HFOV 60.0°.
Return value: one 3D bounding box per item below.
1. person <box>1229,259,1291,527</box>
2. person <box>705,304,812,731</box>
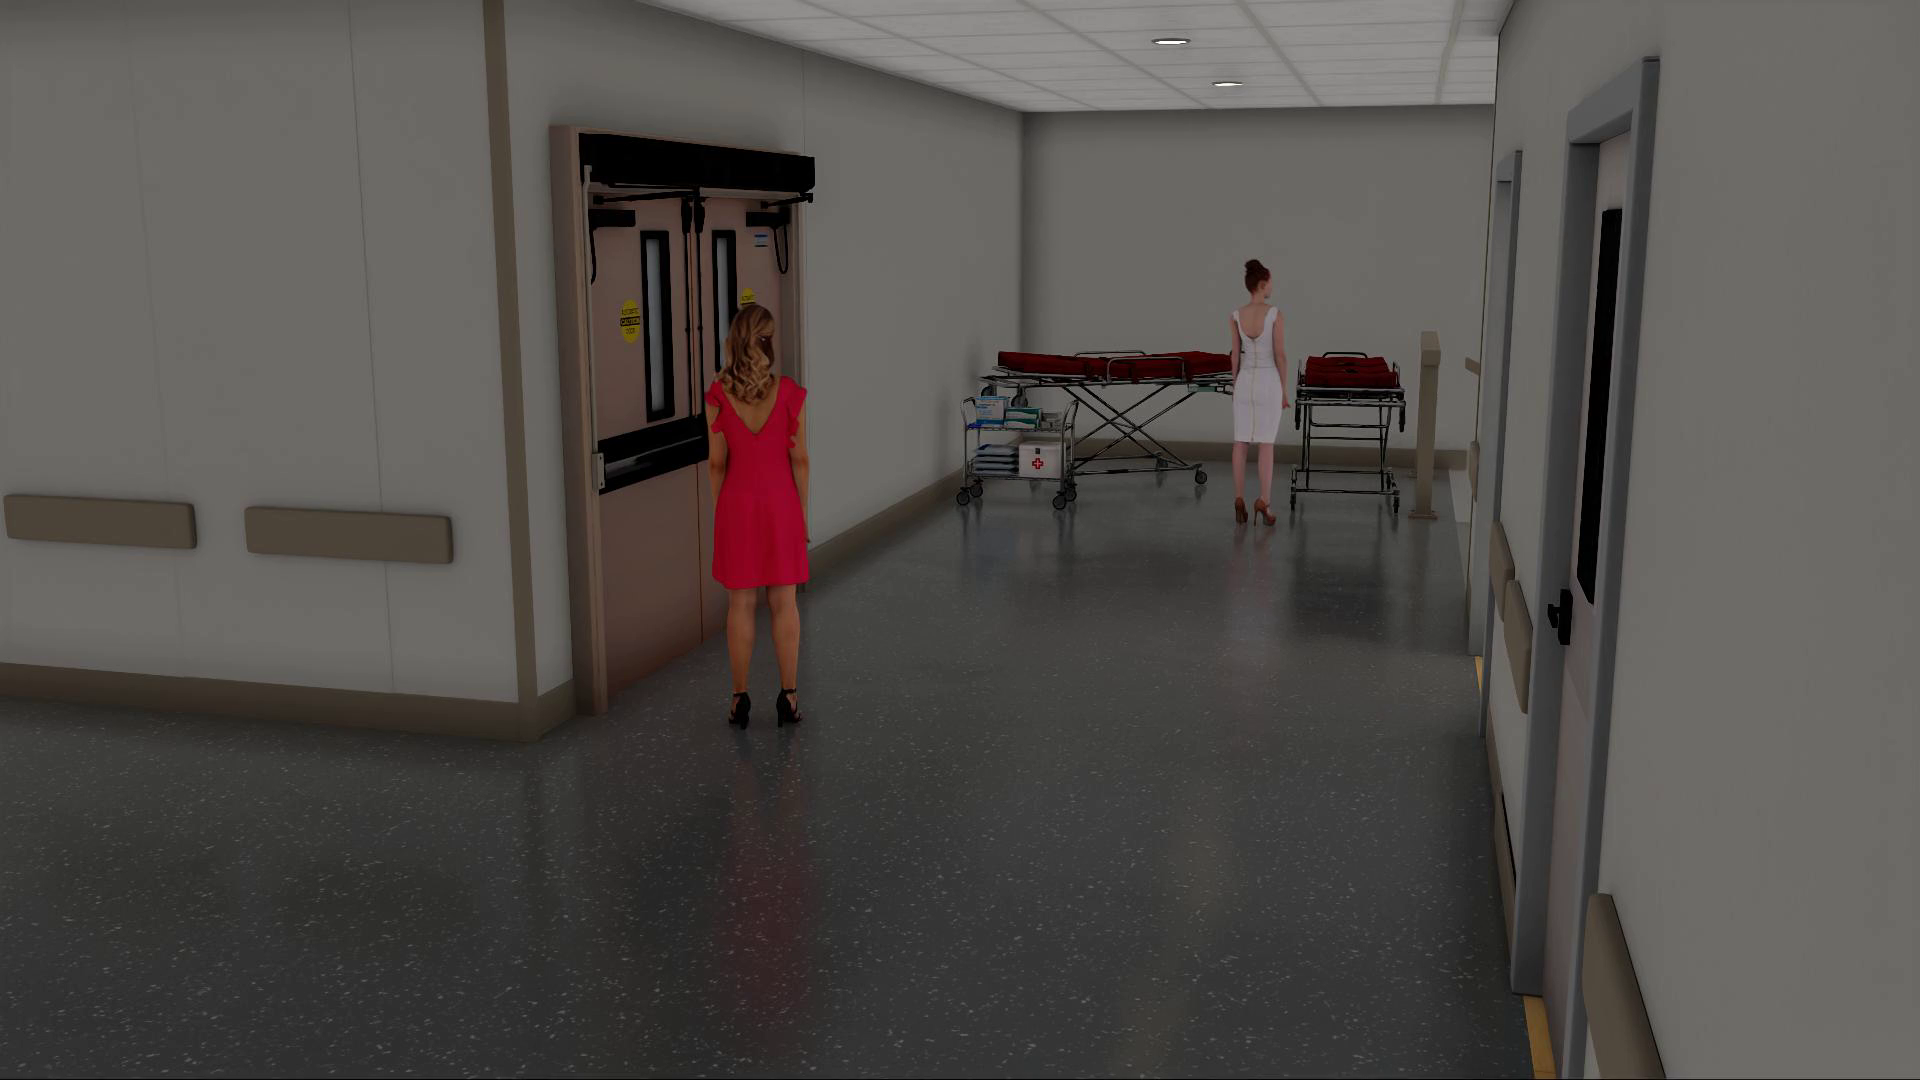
[{"bbox_3d":[2.005,-0.994,11.289,0.637,1.797,0.613,9,14,38],"label":"person"},{"bbox_3d":[-0.816,-0.095,6.738,0.630,1.729,0.629,0,11,-2],"label":"person"}]
